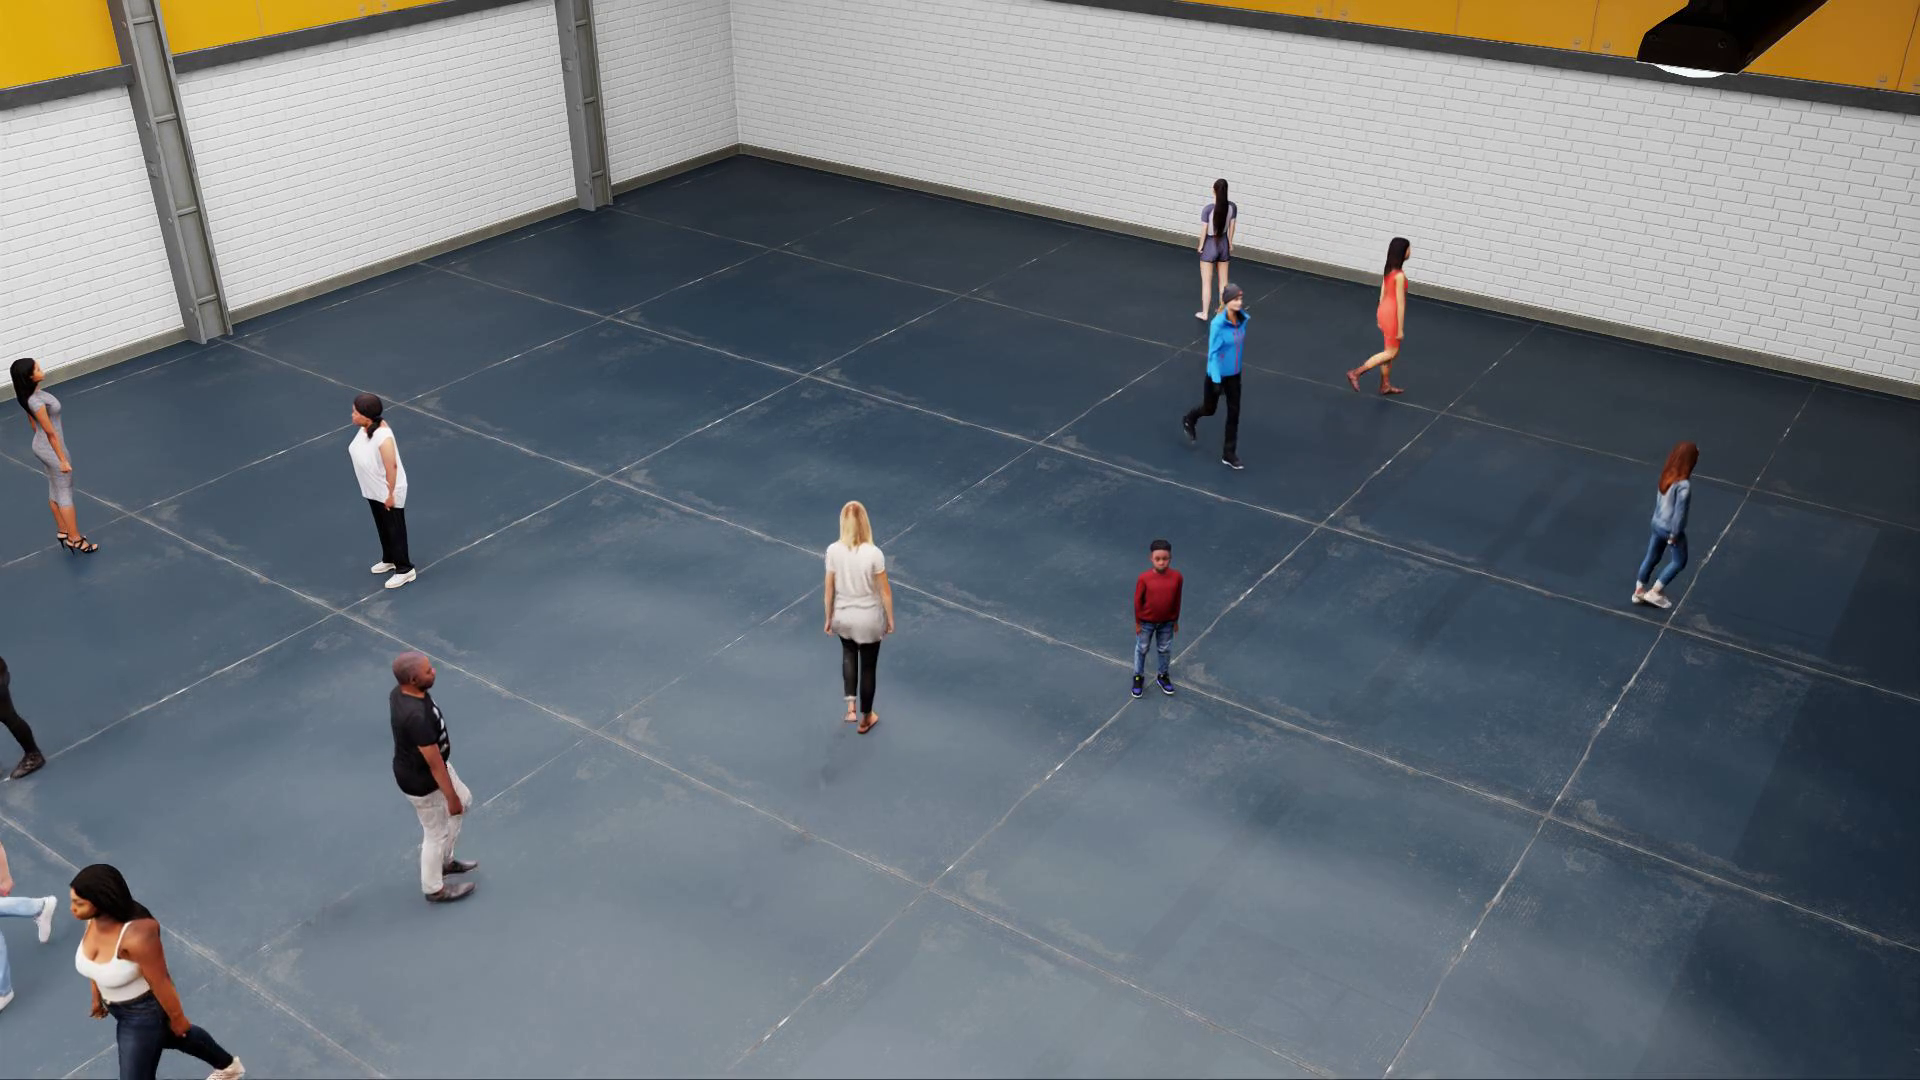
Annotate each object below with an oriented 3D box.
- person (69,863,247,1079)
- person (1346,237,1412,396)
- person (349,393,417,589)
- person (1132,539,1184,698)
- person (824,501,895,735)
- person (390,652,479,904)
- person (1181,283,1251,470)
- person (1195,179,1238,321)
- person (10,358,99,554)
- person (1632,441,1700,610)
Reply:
[{"bbox_3d":[-4.106,2.344,8.536,0.698,1.759,1.167,21,35,33],"label":"person"},{"bbox_3d":[4.327,-2.239,16.997,0.971,1.702,0.935,-3,29,-6],"label":"person"},{"bbox_3d":[-4.773,-0.435,13.706,0.725,1.688,0.734,-18,33,-30],"label":"person"},{"bbox_3d":[1.455,0.562,12.328,0.587,1.256,0.640,-3,29,-6],"label":"person"},{"bbox_3d":[-0.737,0.615,11.652,0.769,1.812,0.806,5,29,9],"label":"person"},{"bbox_3d":[-3.322,1.472,10.101,0.831,1.791,0.805,-14,31,-24],"label":"person"},{"bbox_3d":[2.423,-1.577,15.713,1.122,1.770,0.996,-15,32,-26],"label":"person"},{"bbox_3d":[2.941,-3.330,19.051,0.640,1.651,0.735,-10,30,-18],"label":"person"},{"bbox_3d":[-7.714,-0.714,14.119,0.578,1.781,0.622,-24,37,-37],"label":"person"},{"bbox_3d":[5.610,-0.111,13.345,0.730,1.464,0.659,-3,29,-6],"label":"person"}]
